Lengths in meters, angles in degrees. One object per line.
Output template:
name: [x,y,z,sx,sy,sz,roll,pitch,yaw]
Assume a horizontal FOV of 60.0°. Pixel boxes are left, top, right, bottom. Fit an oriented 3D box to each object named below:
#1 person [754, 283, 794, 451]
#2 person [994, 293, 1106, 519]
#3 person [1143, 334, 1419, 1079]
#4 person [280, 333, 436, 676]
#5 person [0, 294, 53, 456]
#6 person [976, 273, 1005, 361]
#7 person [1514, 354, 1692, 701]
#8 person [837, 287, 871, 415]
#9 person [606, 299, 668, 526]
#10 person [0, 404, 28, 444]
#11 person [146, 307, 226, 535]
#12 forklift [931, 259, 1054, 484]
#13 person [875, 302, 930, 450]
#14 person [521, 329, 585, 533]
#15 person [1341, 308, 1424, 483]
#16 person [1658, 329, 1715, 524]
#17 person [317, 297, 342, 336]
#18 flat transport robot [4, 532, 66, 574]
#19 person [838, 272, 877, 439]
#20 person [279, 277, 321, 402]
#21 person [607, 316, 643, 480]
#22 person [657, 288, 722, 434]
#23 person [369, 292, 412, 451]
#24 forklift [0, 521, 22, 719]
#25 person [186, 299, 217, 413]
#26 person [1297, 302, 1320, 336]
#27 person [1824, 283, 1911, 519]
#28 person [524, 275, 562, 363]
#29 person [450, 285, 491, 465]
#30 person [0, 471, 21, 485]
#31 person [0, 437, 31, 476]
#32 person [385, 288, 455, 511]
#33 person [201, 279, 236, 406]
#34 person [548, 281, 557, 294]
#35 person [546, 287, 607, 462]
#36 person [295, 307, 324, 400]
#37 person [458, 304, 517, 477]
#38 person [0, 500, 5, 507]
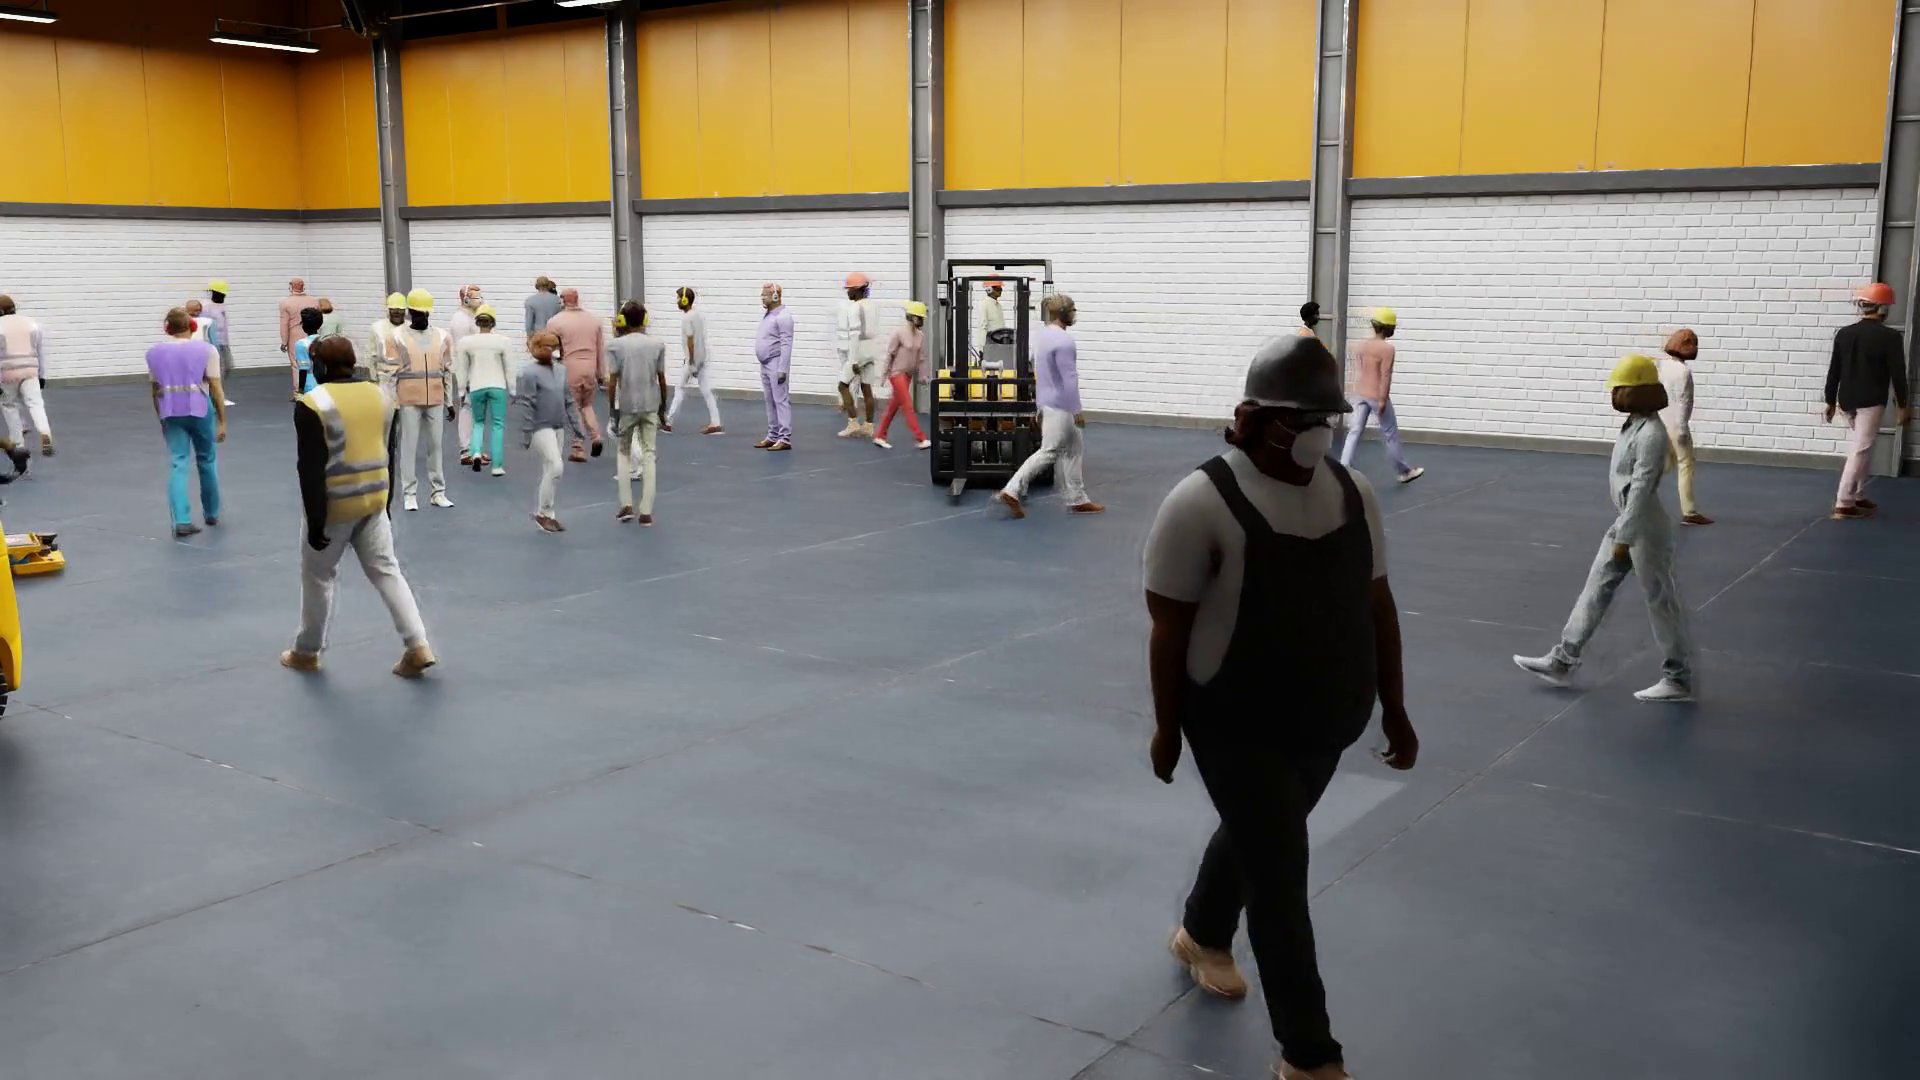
person: [-2.142,-1.978,19.042,0.407,1.908,0.641,-5,11,-29]
person: [0.756,-1.121,13.970,0.960,1.905,0.632,-1,10,-9]
person: [0.851,0.392,4.528,0.696,2.000,1.059,-5,11,-28]
person: [-3.154,-0.175,8.641,0.962,1.801,0.646,5,11,28]
person: [-10.388,-1.810,18.377,0.860,1.804,0.626,8,12,40]
person: [0.423,-2.508,21.928,0.375,1.997,0.611,4,10,23]
person: [3.215,-0.051,8.164,0.879,1.695,0.504,2,10,10]
person: [-1.548,-2.725,23.527,0.409,1.904,0.732,-6,11,-32]
person: [-2.657,-1.051,13.720,0.512,1.846,0.660,-3,10,-17]
person: [-11.516,-2.056,19.564,0.983,1.909,0.625,3,10,18]
person: [-6.166,-0.954,13.301,0.578,1.791,0.919,-2,10,-11]
forklift: [0.370,-1.738,16.759,1.214,2.155,2.313,1,10,3]
person: [-0.616,-1.866,18.998,0.963,1.684,0.529,6,11,33]
person: [-3.233,-0.858,13.211,0.416,1.615,0.508,4,10,21]
person: [4.032,-1.361,15.961,0.943,1.708,0.530,-5,11,-27]
person: [5.867,-0.929,13.676,0.674,1.615,0.512,1,10,5]
person: [-9.661,-2.924,25.589,0.660,1.608,0.507,6,11,32]
flat transport robot: [-6.944,0.131,11.345,1.431,0.197,0.652,-6,11,-32]
person: [-1.267,-2.235,20.215,0.554,2.023,0.624,5,11,28]
person: [-10.089,-3.053,25.443,0.637,1.911,0.403,-9,13,-44]
person: [-3.253,-1.374,16.259,0.399,1.623,0.538,0,10,2]
person: [-3.401,-2.220,20.735,0.949,1.818,0.523,3,10,15]
person: [-6.193,-1.822,18.365,0.622,1.816,0.451,-3,10,-15]
forklift: [-5.296,-0.090,6.943,1.214,2.155,2.313,7,12,35]
person: [-10.630,-2.539,23.211,0.540,1.614,0.674,-3,10,-17]
person: [4.021,-1.928,19.399,0.322,1.691,0.532,2,10,14]
person: [7.673,-1.156,13.933,0.723,1.969,0.645,-3,10,-16]
person: [-6.530,-3.196,26.205,0.635,1.936,0.356,-5,11,-28]
person: [-5.171,-1.752,17.699,0.403,1.906,0.651,-1,10,-5]
person: [-9.175,-1.319,15.150,1.015,1.883,0.553,-5,11,-26]
person: [-9.625,-1.503,16.237,0.806,1.908,0.550,-3,10,-18]
person: [-4.683,-1.223,14.491,0.587,1.926,0.368,-8,12,-38]
person: [-11.036,-2.927,24.738,0.545,1.886,0.640,1,10,9]
person: [-6.585,-3.243,26.773,0.429,1.844,0.627,-1,10,-7]
person: [-4.148,-1.781,17.958,0.439,1.884,0.653,9,13,42]
person: [-6.497,-1.495,16.791,0.319,1.696,0.532,3,10,17]
person: [-4.769,-1.507,16.788,0.556,1.727,0.540,0,10,-2]
person: [-8.846,-1.113,14.188,1.000,1.819,0.517,-7,12,-37]
